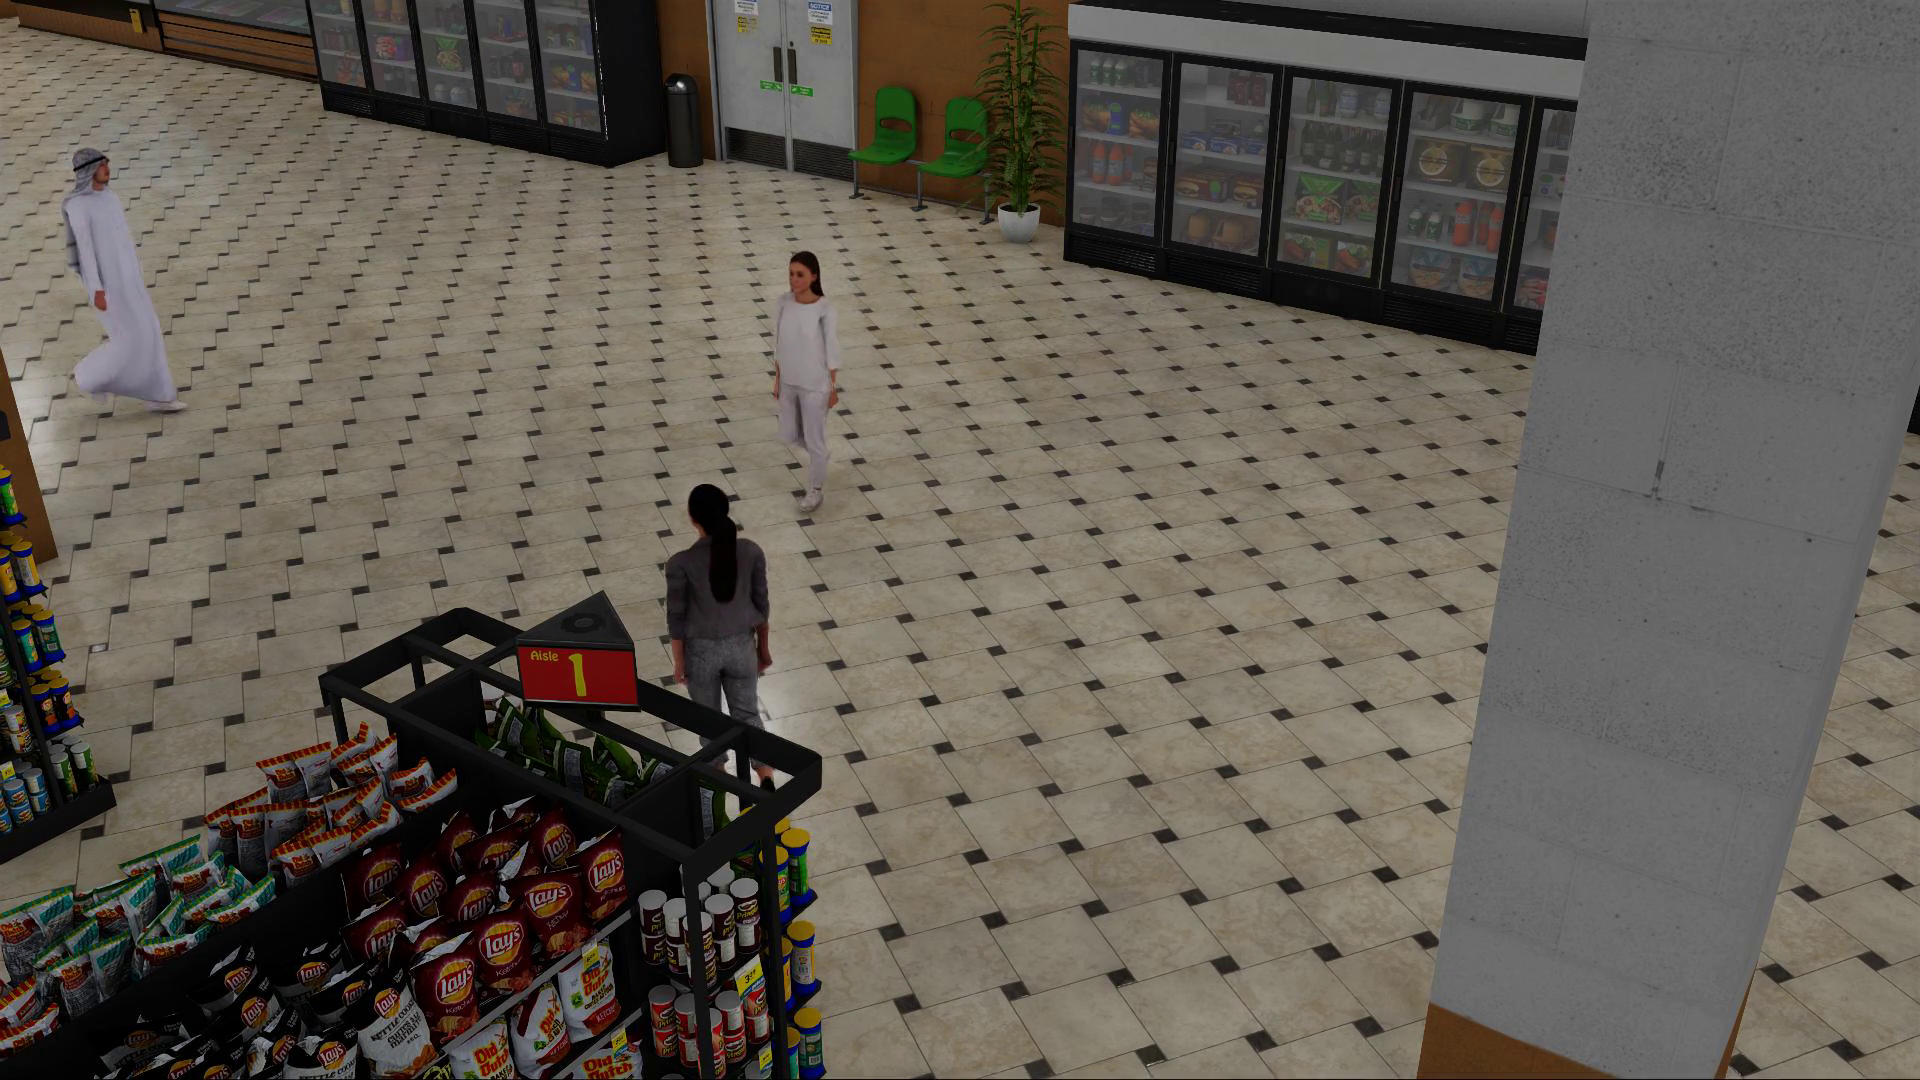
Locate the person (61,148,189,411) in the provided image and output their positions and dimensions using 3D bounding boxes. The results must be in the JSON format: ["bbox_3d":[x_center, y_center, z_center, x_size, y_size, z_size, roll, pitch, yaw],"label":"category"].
[{"bbox_3d":[-6.041,-1.801,11.761,1.015,1.912,1.045,4,27,8],"label":"person"}]

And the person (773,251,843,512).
[{"bbox_3d":[-0.933,-1.022,10.484,0.691,1.678,0.798,12,29,22],"label":"person"}]

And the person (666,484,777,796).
[{"bbox_3d":[-1.041,0.553,7.395,0.978,1.661,0.949,-12,29,-23],"label":"person"}]
